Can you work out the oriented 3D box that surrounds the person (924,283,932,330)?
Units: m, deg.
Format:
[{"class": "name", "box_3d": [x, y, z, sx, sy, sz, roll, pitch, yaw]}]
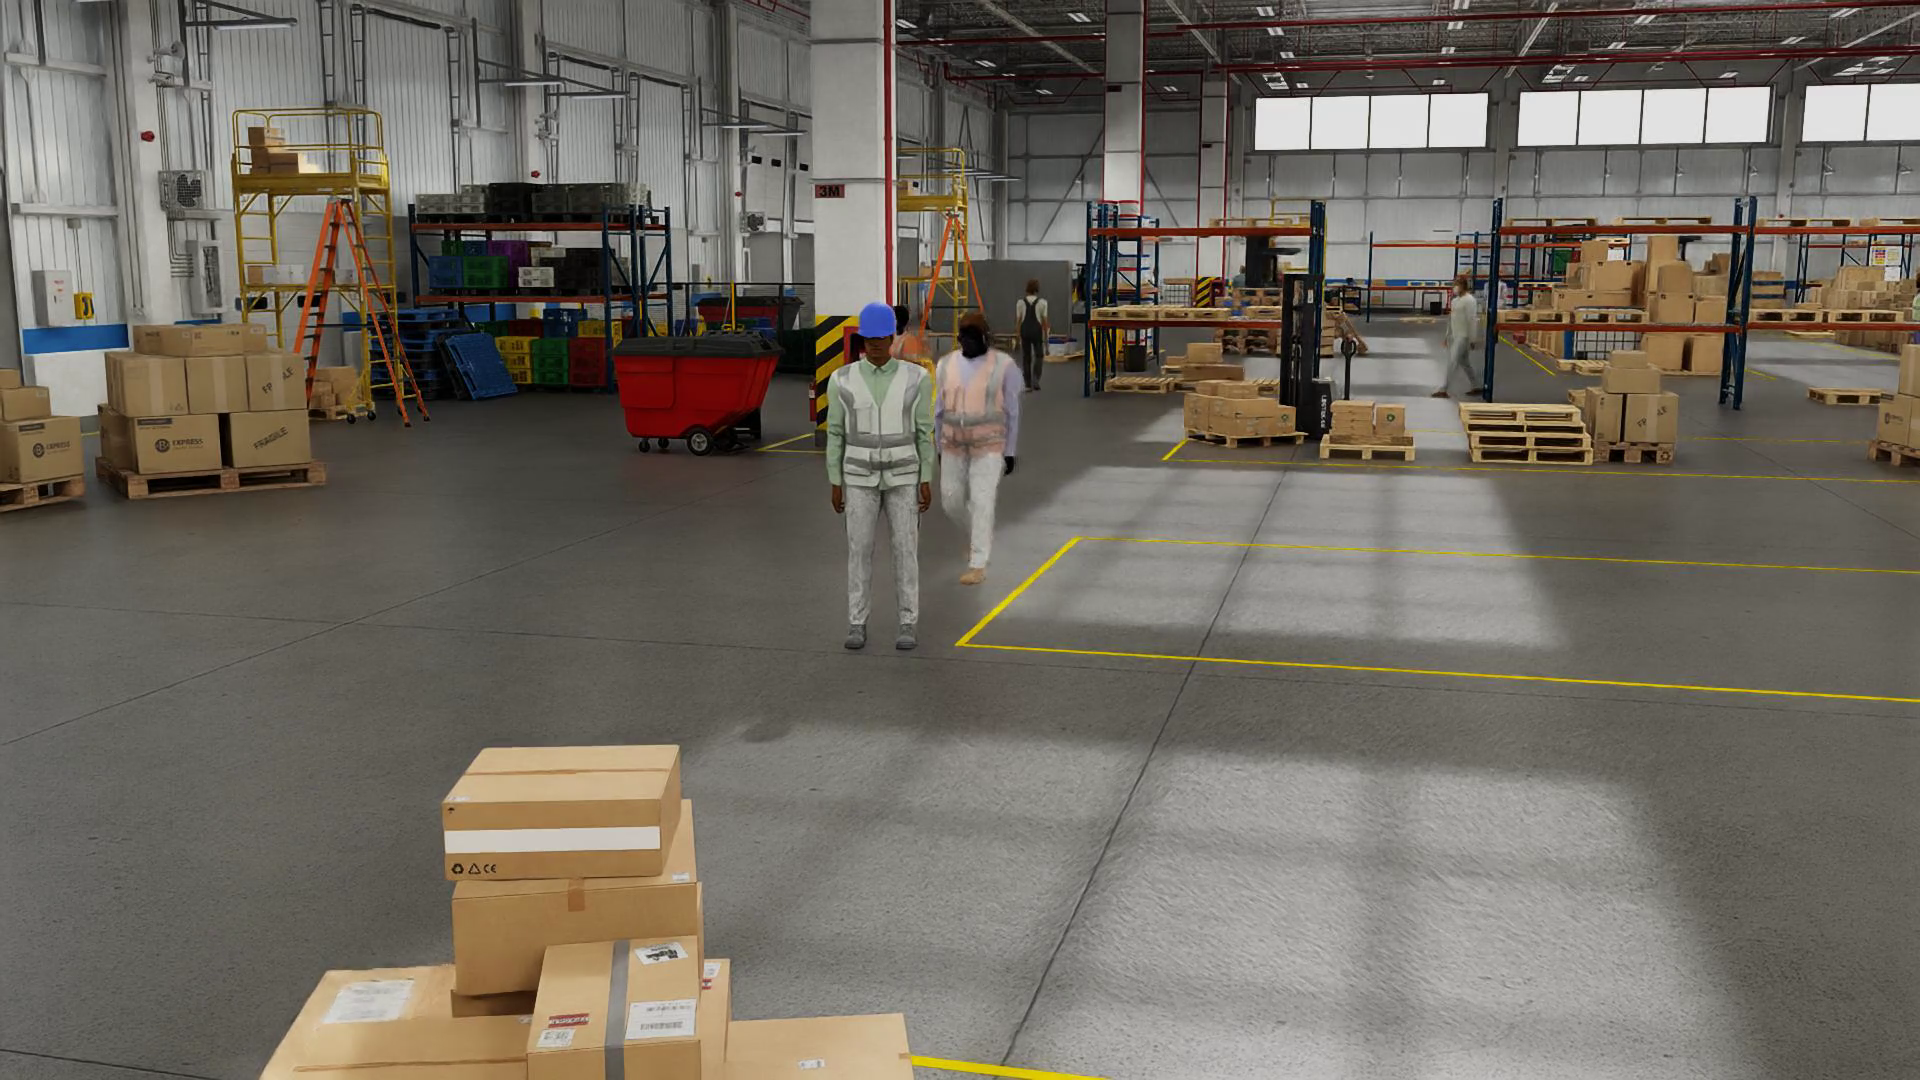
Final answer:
[{"class": "person", "box_3d": [-0.852, -7.341, 50.434, 0.543, 1.929, 0.387, -8, 12, -38]}]

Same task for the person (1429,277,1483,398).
[{"class": "person", "box_3d": [7.815, -3.146, 25.923, 1.005, 1.899, 0.635, -2, 10, -9]}]

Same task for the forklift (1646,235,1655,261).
[{"class": "forklift", "box_3d": [20.860, -7.676, 49.598, 1.129, 2.768, 1.873, -3, 10, -16]}]

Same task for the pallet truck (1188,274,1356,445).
[{"class": "pallet truck", "box_3d": [3.653, -2.138, 19.590, 1.885, 1.965, 0.823, -4, 10, -20]}]

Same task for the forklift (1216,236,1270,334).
[{"class": "forklift", "box_3d": [7.862, -6.770, 44.262, 1.873, 2.768, 1.129, 6, 12, 33]}]

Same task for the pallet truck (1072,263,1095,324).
[{"class": "pallet truck", "box_3d": [4.325, -8.180, 55.162, 0.823, 1.965, 1.885, 6, 11, 31]}]

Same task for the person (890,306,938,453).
[{"class": "person", "box_3d": [-0.578, -1.746, 18.287, 0.853, 1.662, 0.538, -6, 11, -33]}]

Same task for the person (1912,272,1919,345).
[{"class": "person", "box_3d": [18.174, -4.112, 31.451, 0.387, 1.917, 0.594, 3, 10, 16]}]

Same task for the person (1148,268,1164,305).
[{"class": "person", "box_3d": [6.654, -8.386, 56.757, 0.605, 1.867, 0.494, -2, 10, -11]}]

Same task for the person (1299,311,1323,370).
[{"class": "person", "box_3d": [6.777, -4.121, 32.040, 0.486, 1.738, 0.320, -4, 10, -20]}]

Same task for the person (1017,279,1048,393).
[{"class": "person", "box_3d": [1.159, -3.289, 26.868, 0.528, 1.829, 0.408, 2, 10, 11]}]

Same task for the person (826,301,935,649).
[{"class": "person", "box_3d": [-0.441, -0.345, 9.225, 0.601, 1.939, 0.411, 0, 10, -1]}]

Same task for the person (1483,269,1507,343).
[{"class": "person", "box_3d": [13.467, -5.889, 41.904, 0.577, 1.911, 0.751, 3, 10, 18]}]

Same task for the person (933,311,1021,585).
[{"class": "person", "box_3d": [0.115, -0.628, 11.206, 0.631, 1.826, 0.551, 4, 10, 22]}]

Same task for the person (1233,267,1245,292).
[{"class": "person", "box_3d": [8.787, -7.513, 51.502, 0.716, 1.906, 0.548, 7, 12, 35]}]
